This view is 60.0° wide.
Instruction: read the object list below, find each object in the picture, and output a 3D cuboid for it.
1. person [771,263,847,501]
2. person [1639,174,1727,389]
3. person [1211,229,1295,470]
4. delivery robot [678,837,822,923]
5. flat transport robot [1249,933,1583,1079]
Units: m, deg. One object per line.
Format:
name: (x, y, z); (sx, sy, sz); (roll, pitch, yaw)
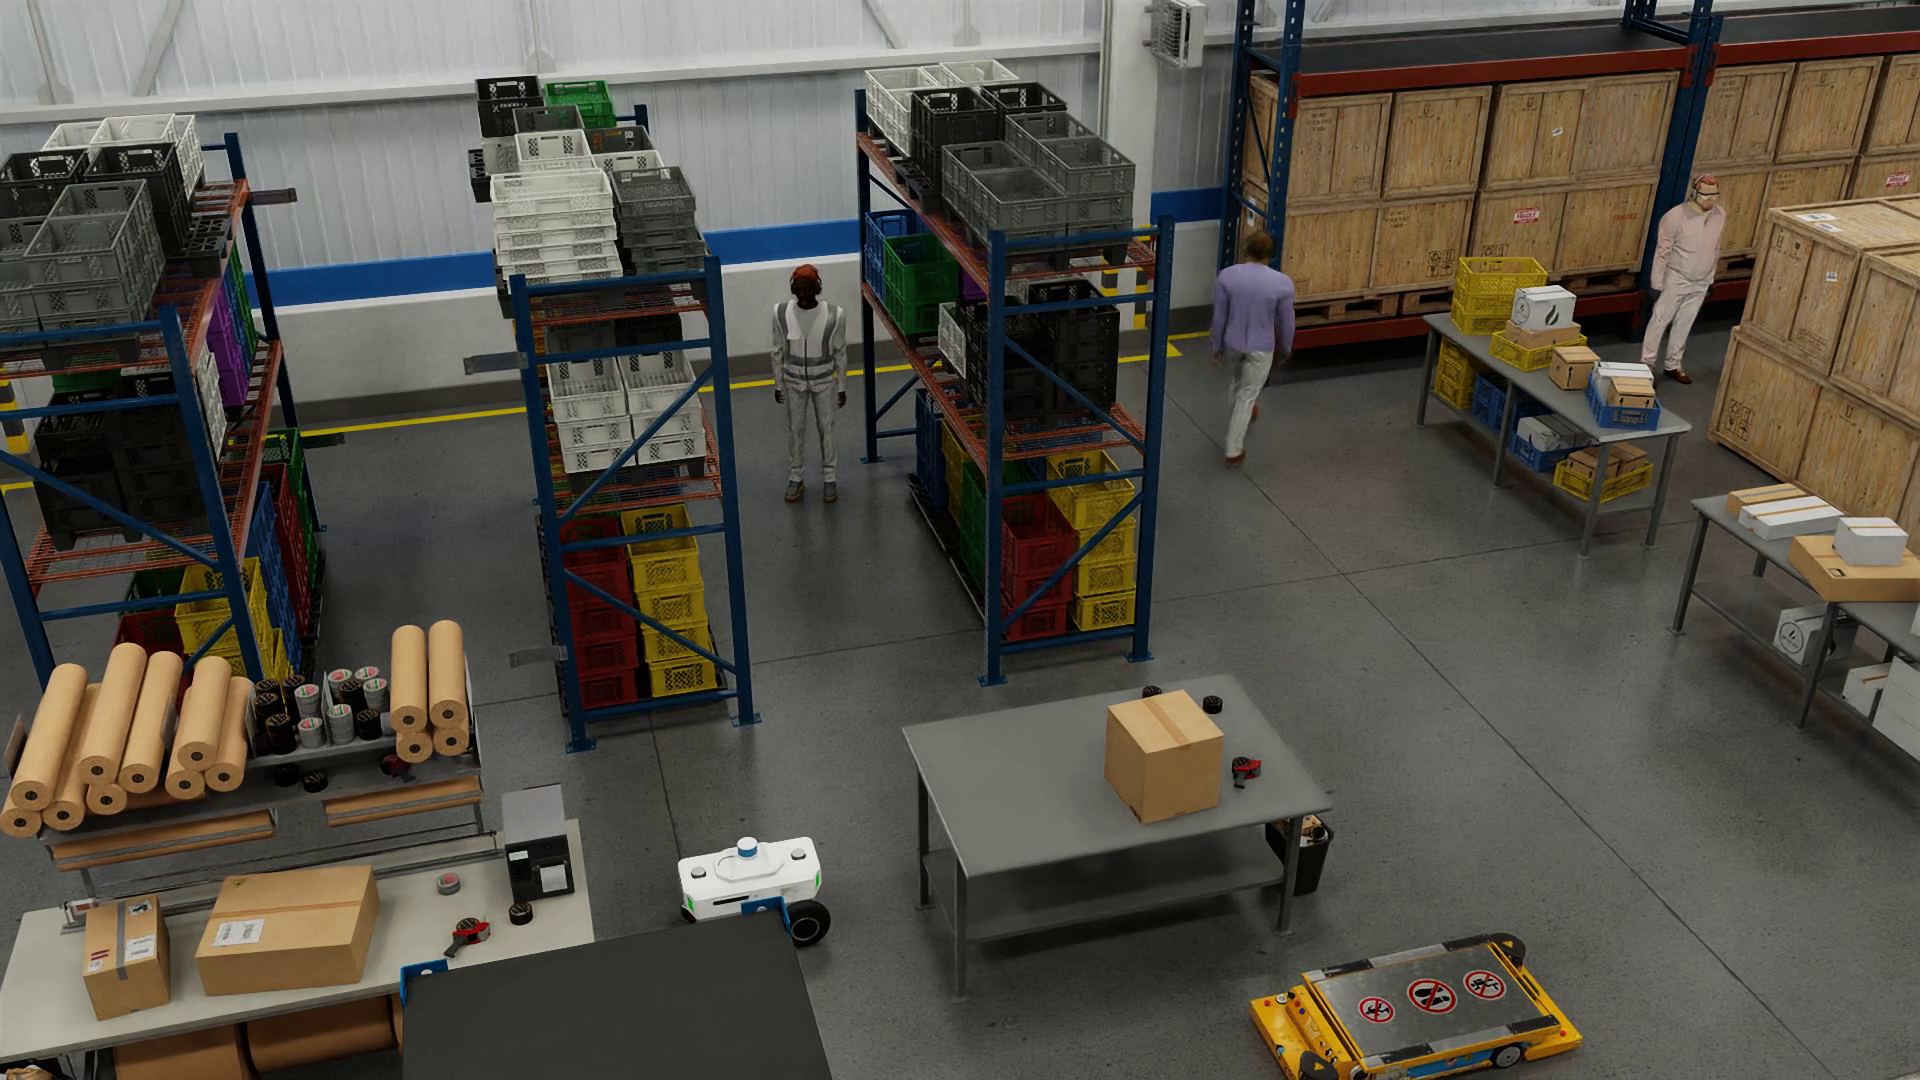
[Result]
person: (-1.140, -1.184, 12.627); (0.573, 1.883, 0.356); (2, 29, 3)
person: (6.354, -2.263, 14.565); (0.654, 1.906, 0.406); (-8, 30, -14)
person: (2.372, -1.576, 13.326); (0.631, 1.886, 1.003); (18, 33, 29)
delivery robot: (-1.084, 1.750, 8.563); (0.707, 0.478, 0.477); (-8, 30, -14)
flat transport robot: (2.184, 2.282, 7.980); (1.431, 0.197, 0.652); (-8, 30, -14)
